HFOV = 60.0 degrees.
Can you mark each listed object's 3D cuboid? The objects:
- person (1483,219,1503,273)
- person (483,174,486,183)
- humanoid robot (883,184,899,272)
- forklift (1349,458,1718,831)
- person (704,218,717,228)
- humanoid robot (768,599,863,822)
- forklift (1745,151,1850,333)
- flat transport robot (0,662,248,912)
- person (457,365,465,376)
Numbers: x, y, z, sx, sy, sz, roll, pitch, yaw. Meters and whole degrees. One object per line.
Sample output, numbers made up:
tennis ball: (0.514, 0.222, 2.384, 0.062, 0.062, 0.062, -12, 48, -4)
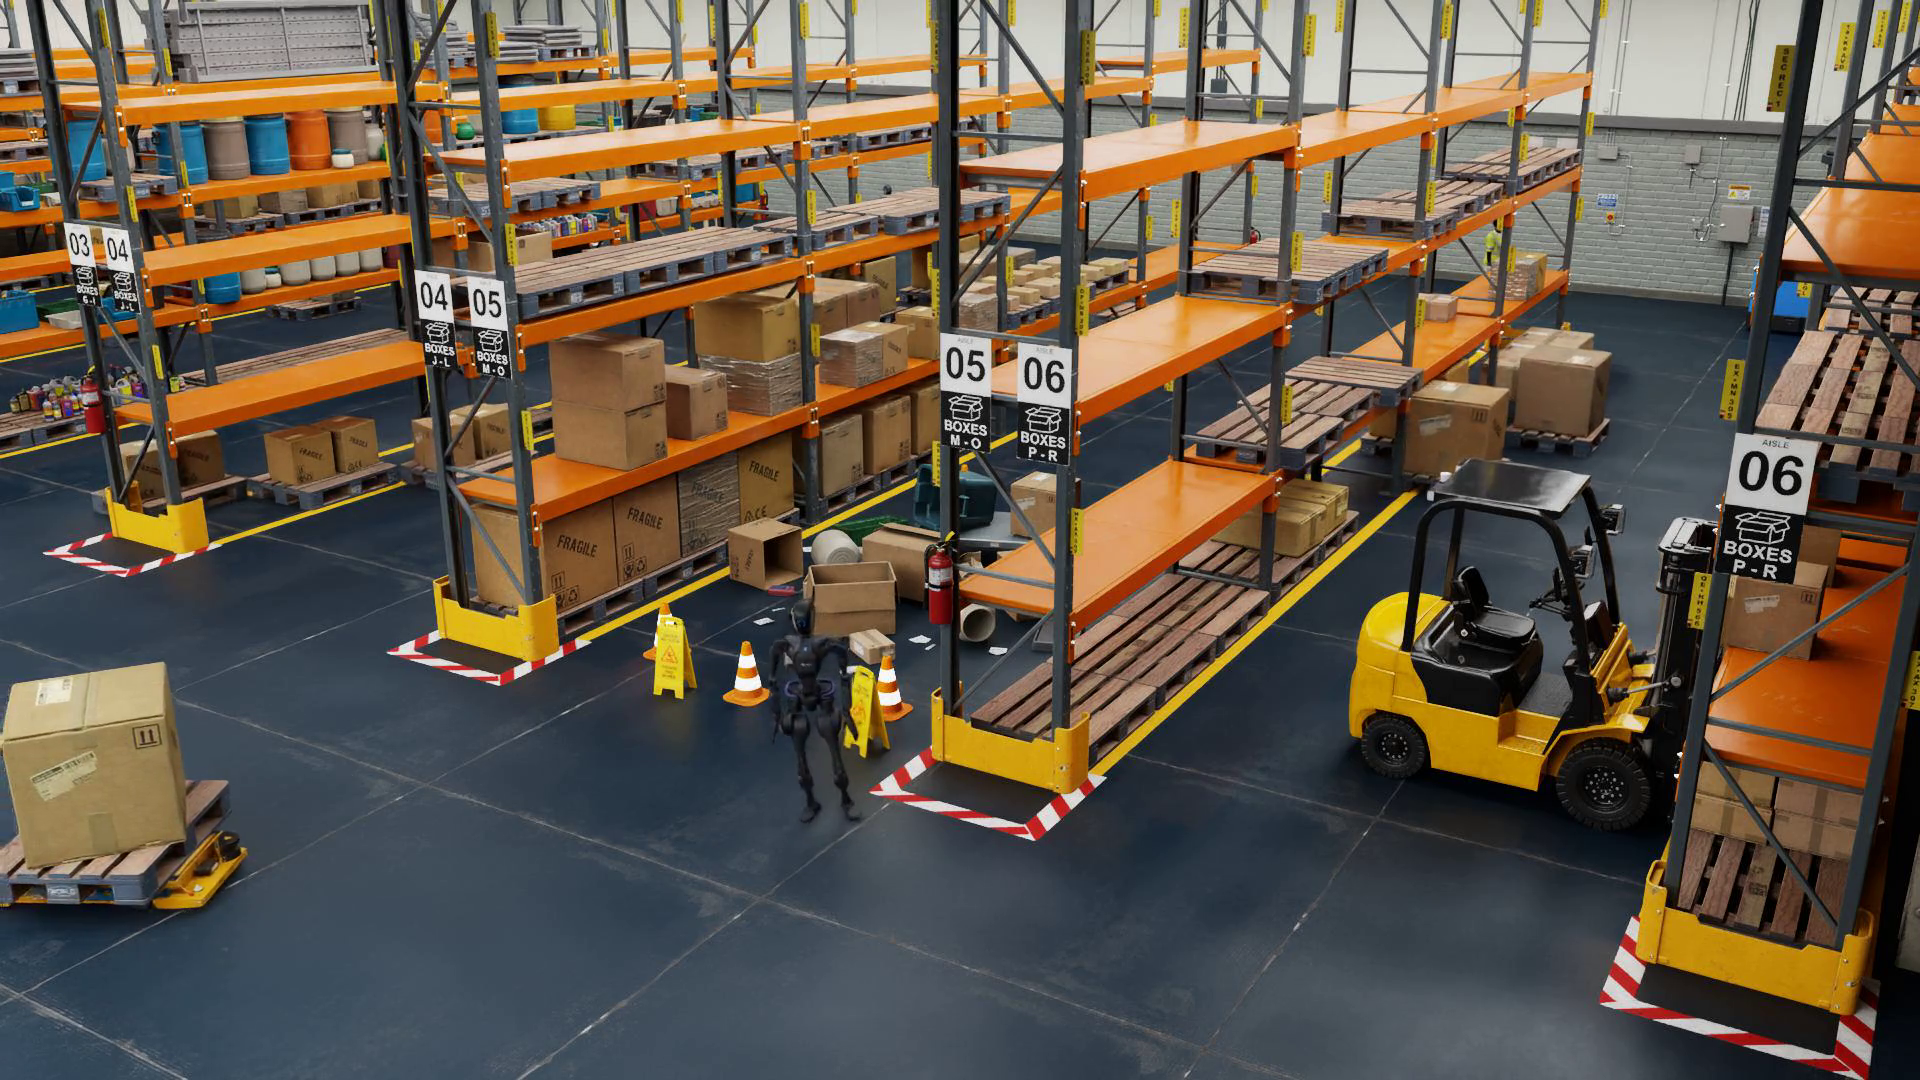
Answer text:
person: (8.881, -4.575, 27.653, 0.319, 1.698, 0.531, 16, 25, 39)
person: (-10.402, -7.725, 36.604, 0.336, 1.801, 0.527, 10, 22, 28)
humanoid robot: (-1.384, -5.963, 31.733, 0.588, 1.639, 0.659, -10, 21, -27)
forklift: (3.988, 0.658, 11.776, 2.313, 2.155, 1.214, 11, 22, 29)
person: (-5.236, -7.064, 34.870, 0.488, 1.688, 0.350, -6, 20, -17)
humanoid robot: (-0.979, 1.140, 11.171, 0.602, 1.631, 0.387, 0, 19, -1)
forklift: (13.620, -4.667, 26.137, 1.873, 2.768, 1.129, 11, 22, 29)
flat transport robot: (-5.380, 2.084, 10.588, 1.431, 0.231, 0.659, 0, 19, 1)
person: (-6.838, -3.169, 23.523, 0.524, 1.738, 0.730, 11, 22, 28)
